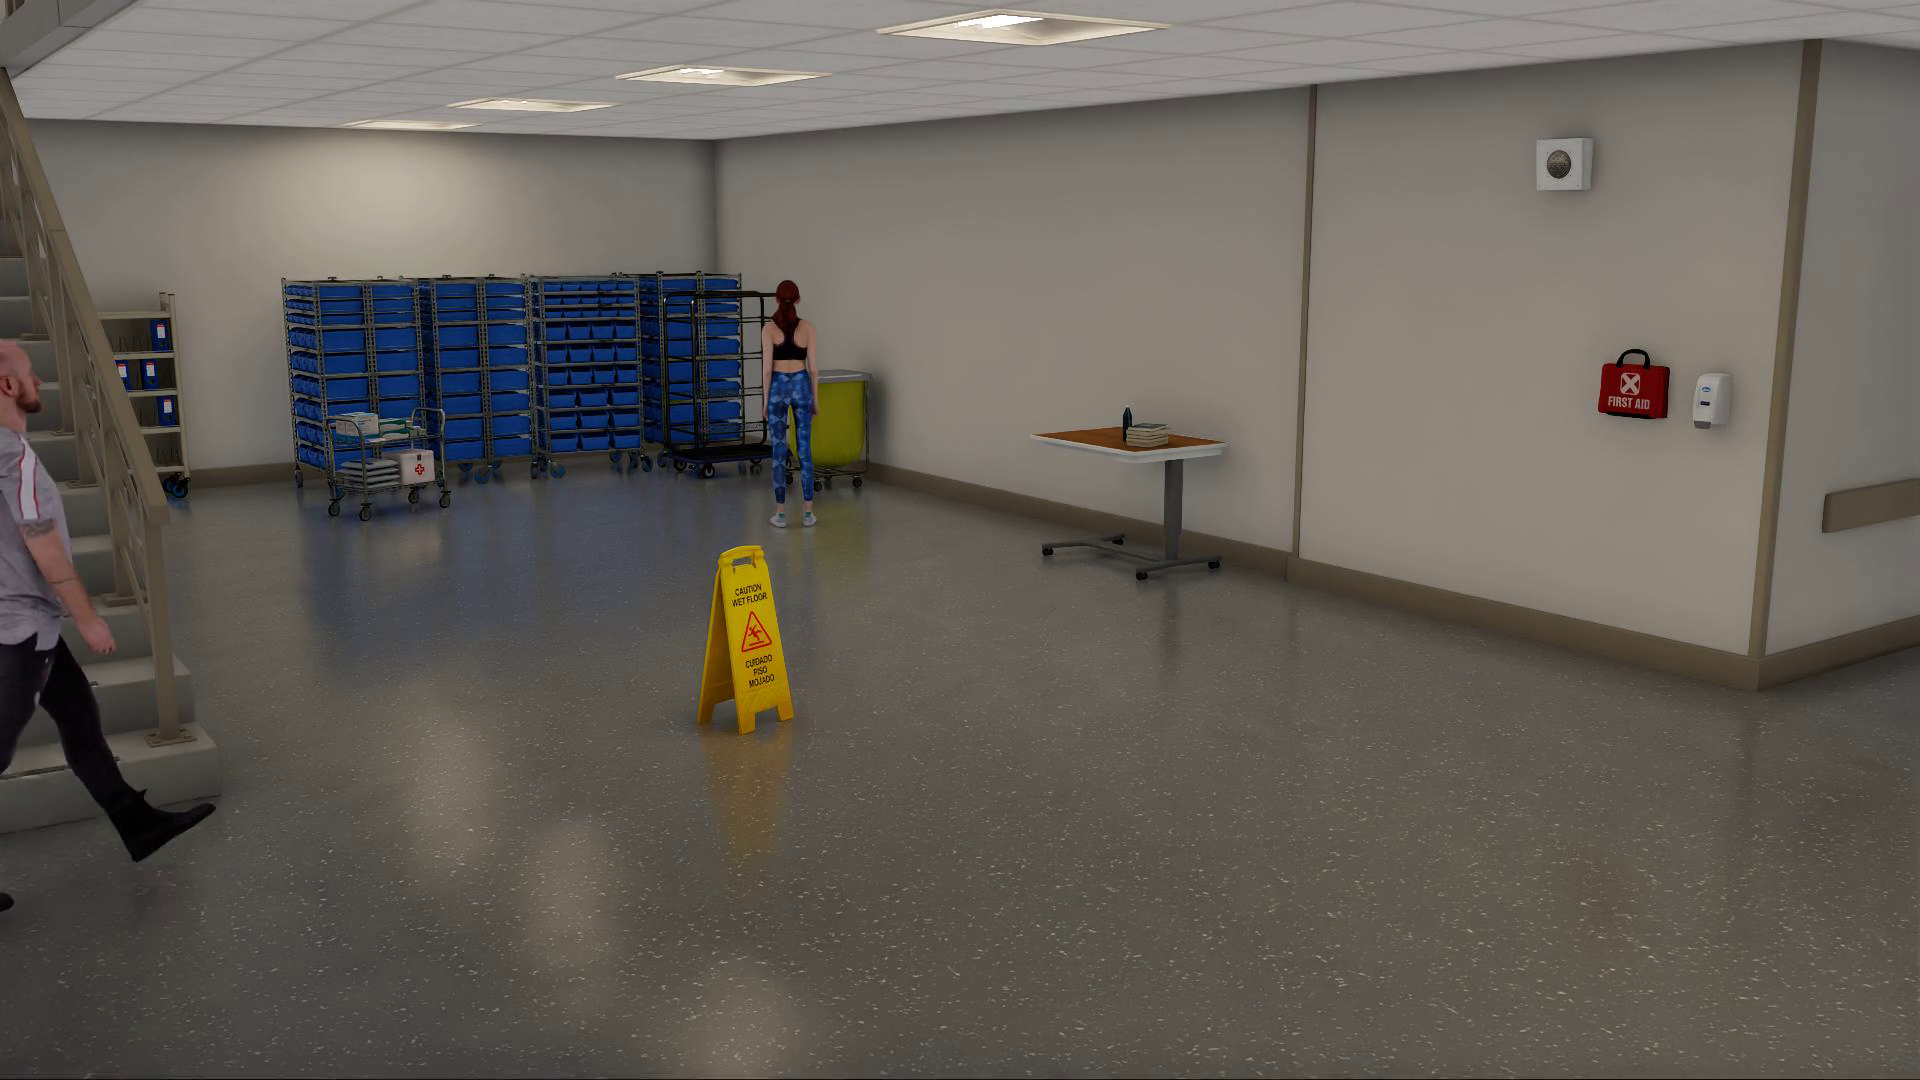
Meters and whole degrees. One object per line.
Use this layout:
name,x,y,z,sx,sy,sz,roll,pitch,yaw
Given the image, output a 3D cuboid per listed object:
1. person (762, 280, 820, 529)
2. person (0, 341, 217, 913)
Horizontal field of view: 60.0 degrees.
person,-1.239,-0.990,12.100,0.657,1.785,0.683,-3,11,-13
person,-3.043,0.323,5.185,0.766,1.783,1.147,-9,14,-38
